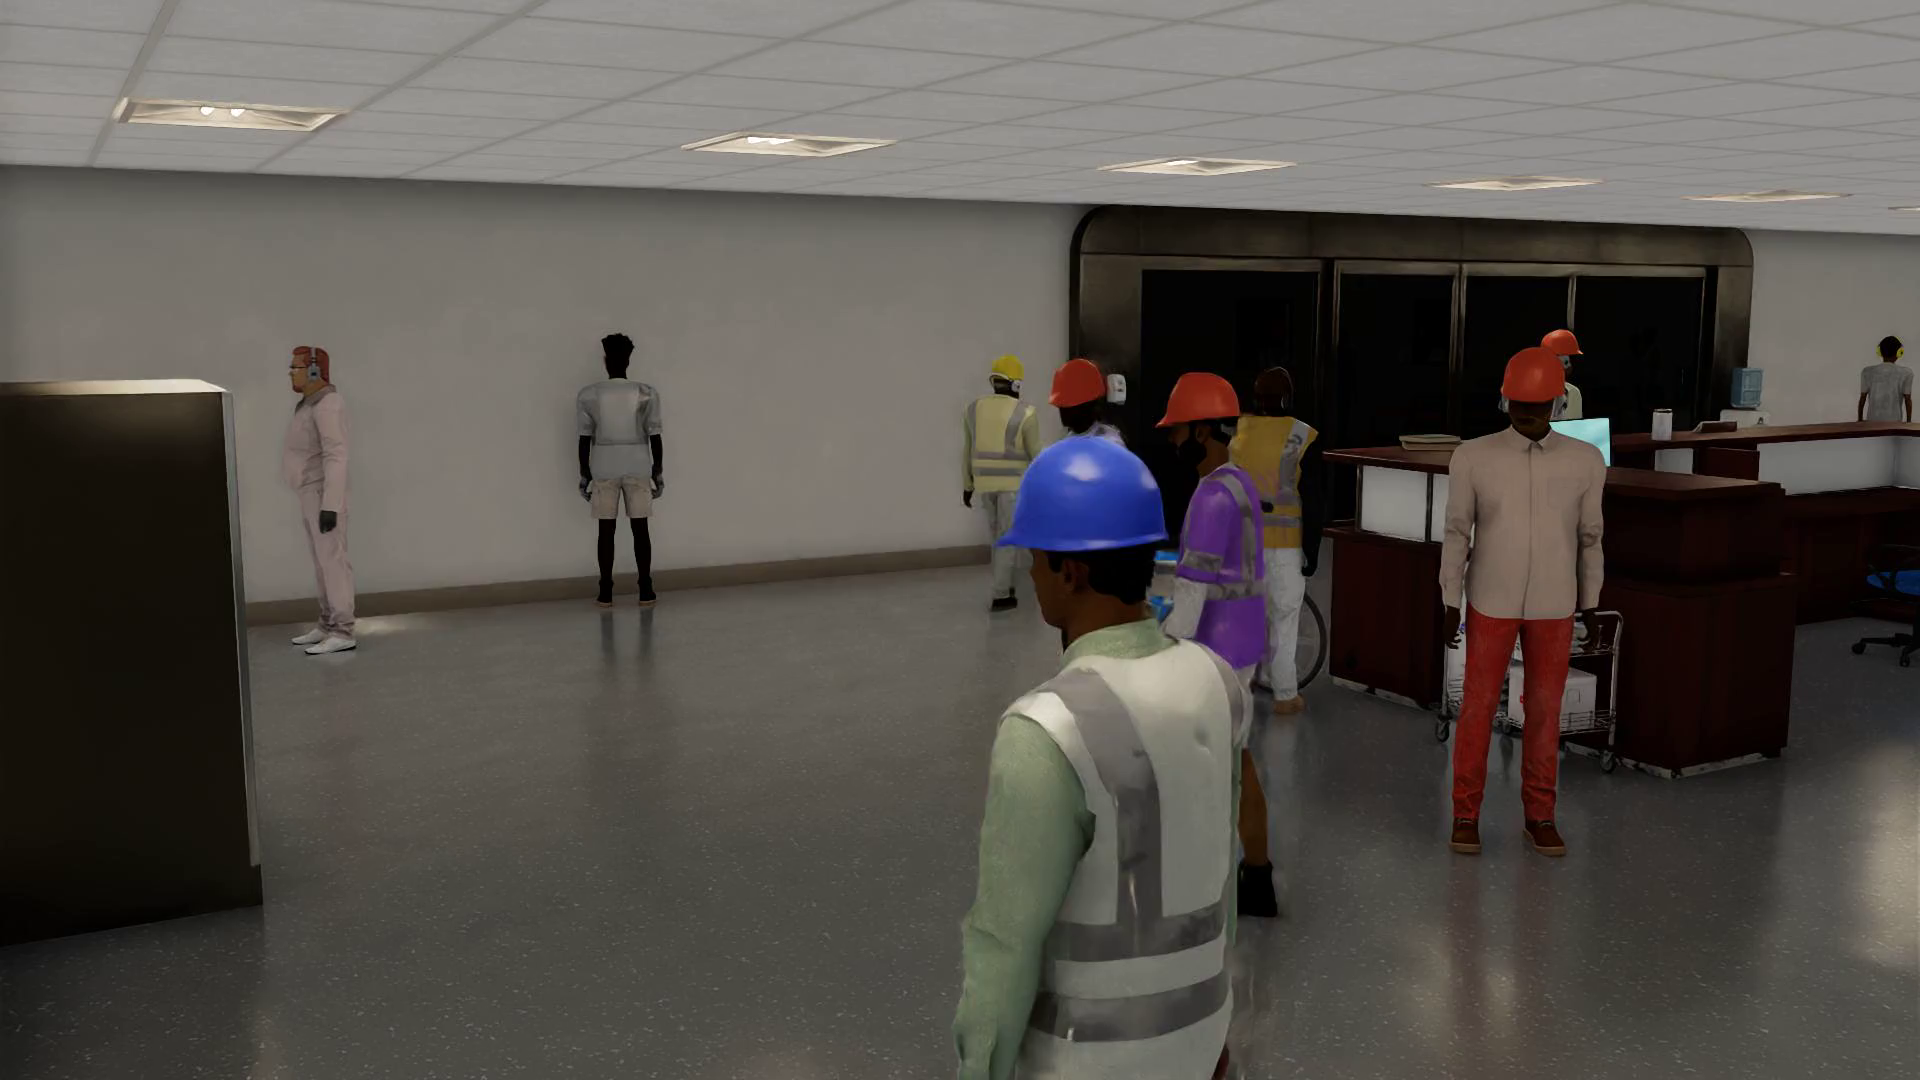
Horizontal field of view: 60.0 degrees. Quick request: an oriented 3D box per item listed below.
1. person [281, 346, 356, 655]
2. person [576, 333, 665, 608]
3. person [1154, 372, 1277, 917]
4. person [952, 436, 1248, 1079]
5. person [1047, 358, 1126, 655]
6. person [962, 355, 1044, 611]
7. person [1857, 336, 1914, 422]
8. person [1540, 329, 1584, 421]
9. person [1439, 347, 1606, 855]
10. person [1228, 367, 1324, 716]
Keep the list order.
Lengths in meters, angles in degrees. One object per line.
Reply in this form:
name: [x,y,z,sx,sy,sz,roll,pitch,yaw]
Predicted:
person: [-4.001,-0.249,10.358,0.403,1.911,0.637,-5,9,-30]
person: [-2.424,-0.493,11.905,0.613,1.965,0.361,-2,8,-11]
person: [0.796,0.374,5.810,0.735,1.906,0.566,2,8,11]
person: [0.216,0.800,2.707,0.454,1.932,0.608,5,9,32]
person: [0.524,0.081,8.011,0.766,1.891,0.638,-2,8,-13]
person: [0.371,-0.414,11.900,0.615,1.806,0.682,5,9,32]
person: [9.598,-1.182,17.272,0.535,1.864,0.309,6,10,38]
person: [4.133,-0.466,11.615,0.380,1.995,0.611,-3,8,-20]
person: [2.187,0.248,6.471,0.621,1.985,0.399,1,8,5]
person: [1.622,0.009,8.775,0.626,1.837,0.429,5,9,31]
